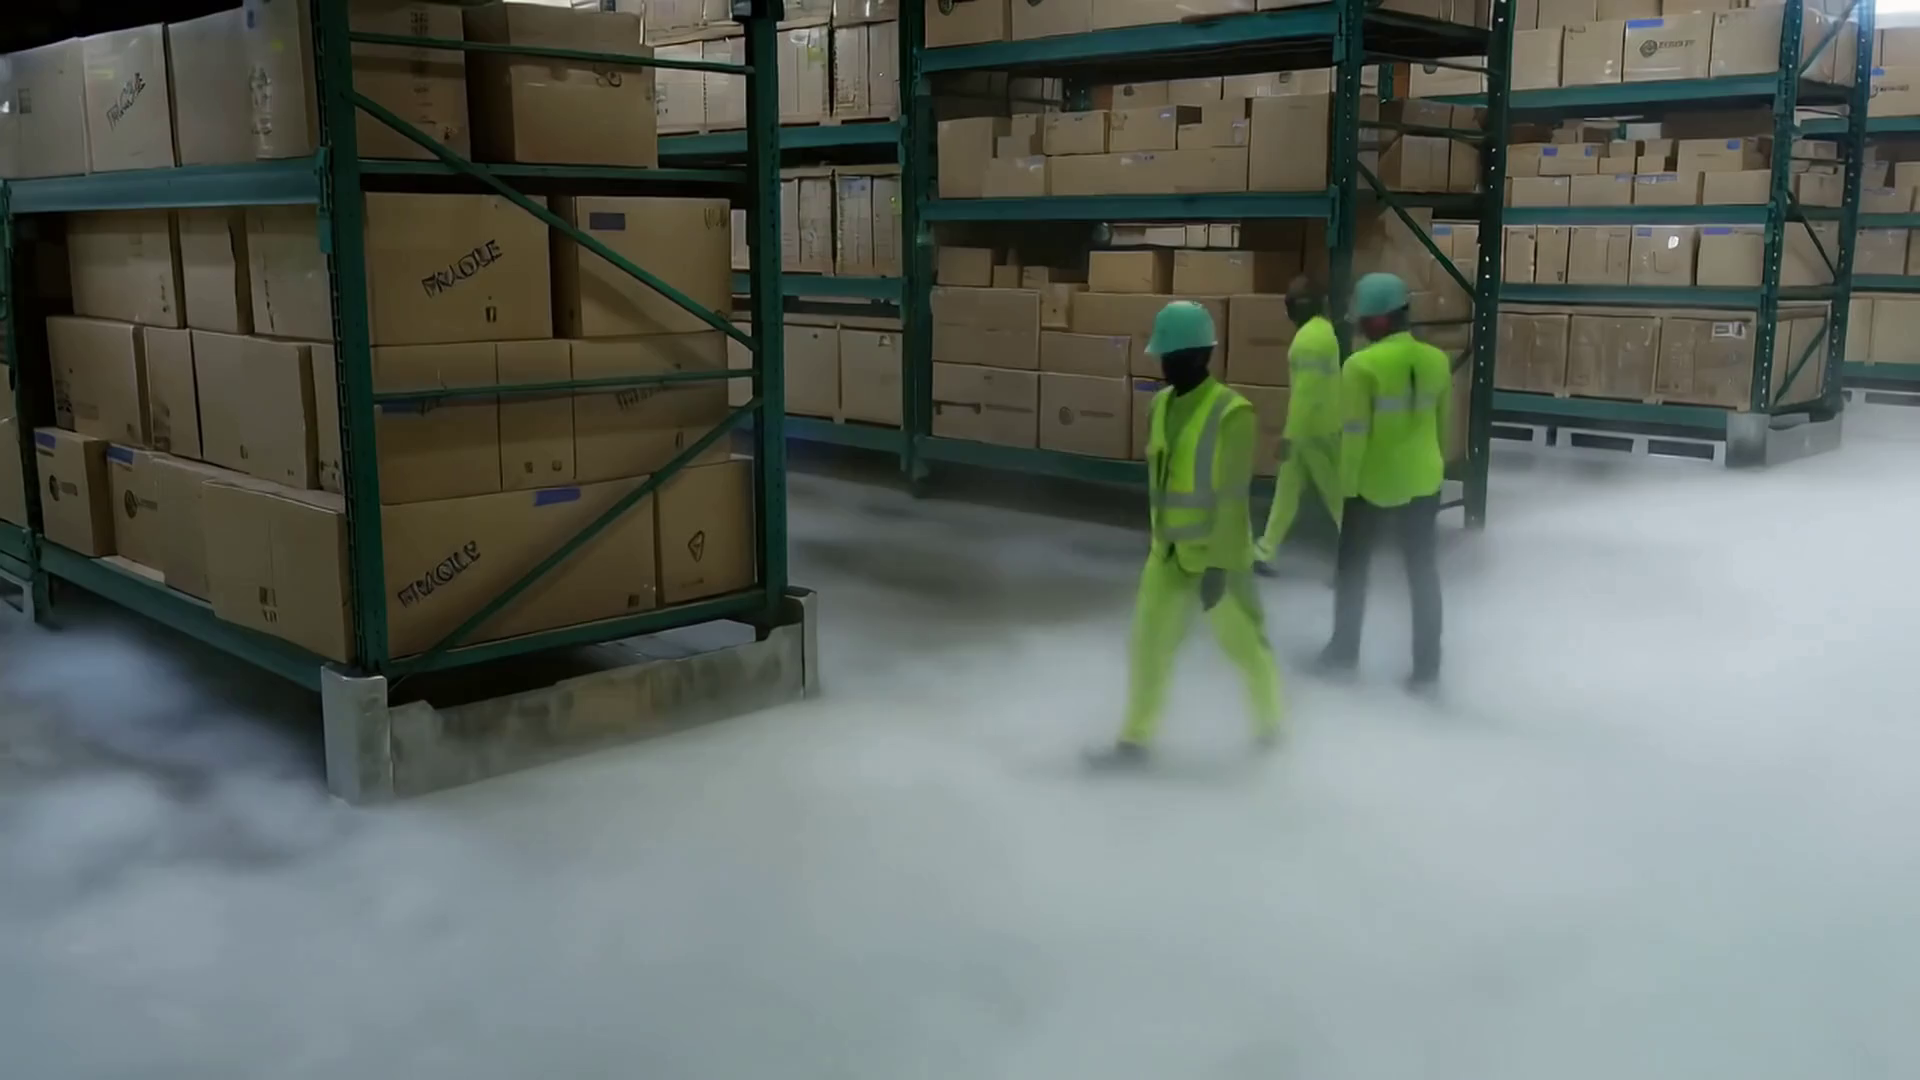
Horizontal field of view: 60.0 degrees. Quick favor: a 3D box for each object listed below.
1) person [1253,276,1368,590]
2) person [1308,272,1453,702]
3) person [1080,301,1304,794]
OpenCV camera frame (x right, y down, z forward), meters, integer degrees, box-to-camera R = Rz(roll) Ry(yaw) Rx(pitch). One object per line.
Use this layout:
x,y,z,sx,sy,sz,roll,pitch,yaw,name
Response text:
2.068,-0.644,10.096,0.955,1.878,0.761,2,11,9,person
2.011,-0.266,7.805,0.708,1.953,0.855,-3,11,-15,person
0.967,0.021,6.463,1.028,1.895,0.621,-7,13,-35,person
